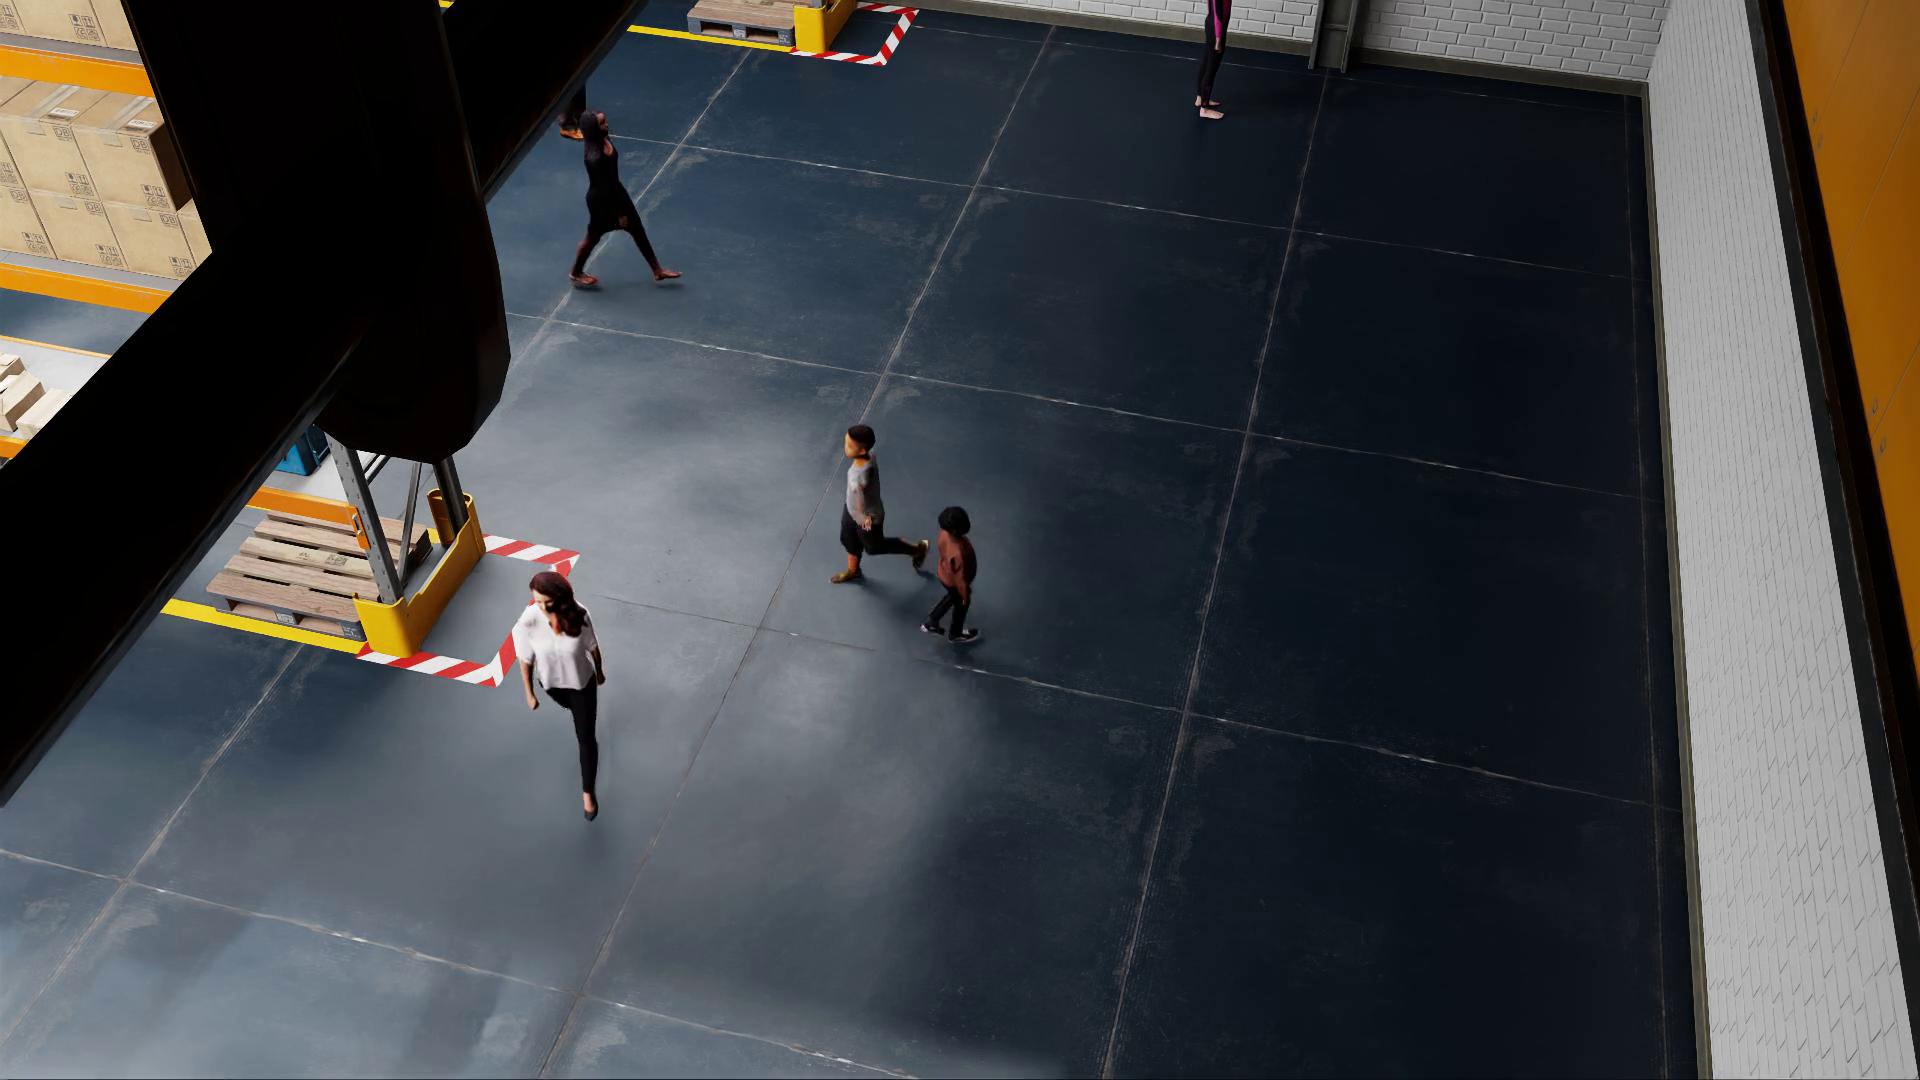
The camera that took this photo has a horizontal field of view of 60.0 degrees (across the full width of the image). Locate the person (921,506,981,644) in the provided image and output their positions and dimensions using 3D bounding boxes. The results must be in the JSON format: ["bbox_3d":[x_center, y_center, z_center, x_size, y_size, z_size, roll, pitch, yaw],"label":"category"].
[{"bbox_3d":[-0.090,0.256,11.103,0.748,1.245,0.679,-13,45,-14],"label":"person"}]

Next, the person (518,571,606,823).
[{"bbox_3d":[-2.397,0.799,10.171,1.159,1.746,0.976,-5,44,-5],"label":"person"}]

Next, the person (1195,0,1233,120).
[{"bbox_3d":[2.496,-4.992,16.245,0.641,1.752,0.619,0,44,0],"label":"person"}]

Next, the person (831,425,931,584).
[{"bbox_3d":[-0.592,-0.273,11.519,1.043,1.437,0.887,-12,45,-12],"label":"person"}]

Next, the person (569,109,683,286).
[{"bbox_3d":[-3.058,-2.816,14.020,1.239,1.670,0.740,5,44,5],"label":"person"}]
